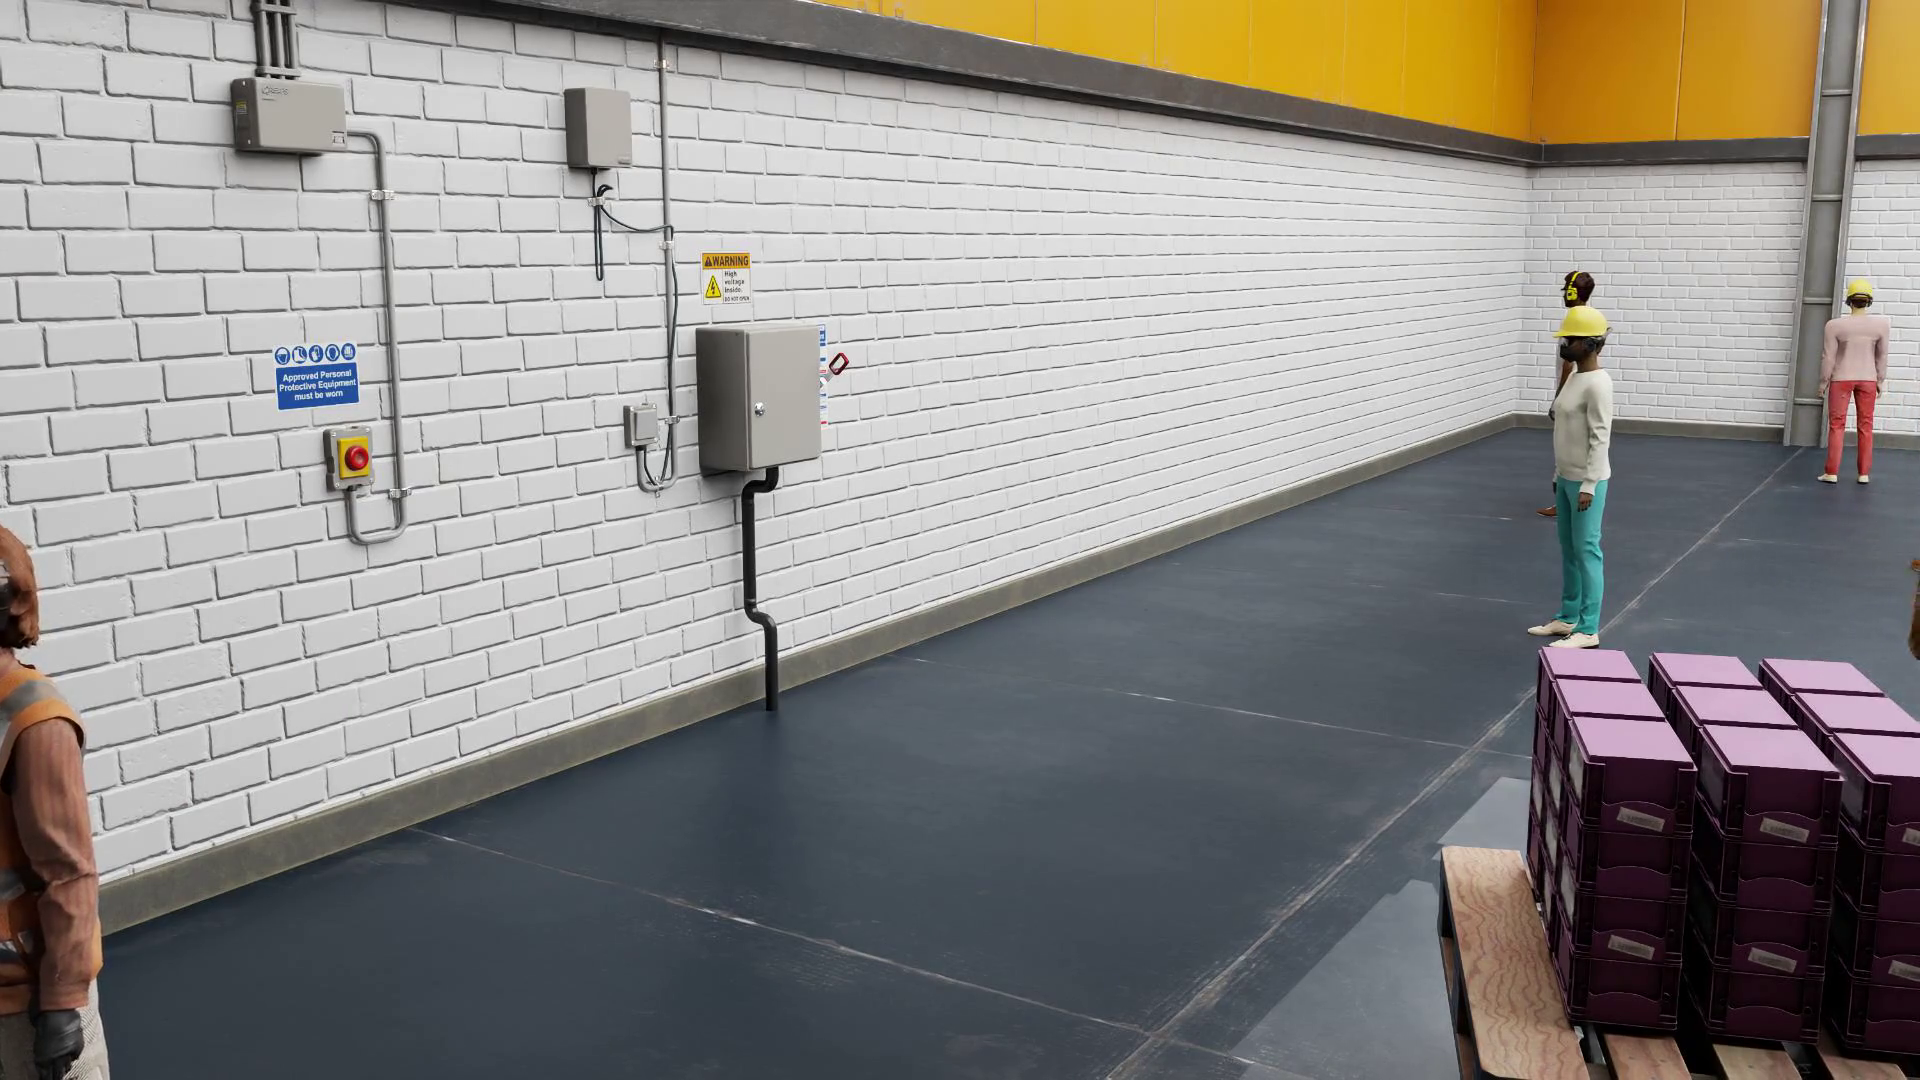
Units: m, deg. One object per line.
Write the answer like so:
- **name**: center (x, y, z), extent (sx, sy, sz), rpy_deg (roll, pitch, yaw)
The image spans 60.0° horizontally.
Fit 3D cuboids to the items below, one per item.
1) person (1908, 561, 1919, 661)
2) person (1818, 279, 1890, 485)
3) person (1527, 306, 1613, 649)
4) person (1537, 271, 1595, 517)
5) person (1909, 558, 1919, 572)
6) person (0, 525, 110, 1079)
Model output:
- **person**: center (3.325, 0.259, 5.291), extent (0.845, 1.817, 0.525), rpy_deg (-3, 11, -15)
- **person**: center (7.692, -1.356, 14.344), extent (0.523, 1.769, 0.314), rpy_deg (2, 10, 13)
- **person**: center (3.178, -0.317, 8.587), extent (0.314, 1.768, 0.526), rpy_deg (0, 10, 2)
- **person**: center (4.648, -1.101, 12.641), extent (0.534, 1.869, 0.315), rpy_deg (-9, 14, -41)
- **person**: center (6.329, -0.648, 10.050), extent (0.601, 1.914, 0.988), rpy_deg (-3, 11, -16)
- **person**: center (-1.673, 0.768, 2.910), extent (0.518, 1.645, 0.307), rpy_deg (7, 12, 32)
